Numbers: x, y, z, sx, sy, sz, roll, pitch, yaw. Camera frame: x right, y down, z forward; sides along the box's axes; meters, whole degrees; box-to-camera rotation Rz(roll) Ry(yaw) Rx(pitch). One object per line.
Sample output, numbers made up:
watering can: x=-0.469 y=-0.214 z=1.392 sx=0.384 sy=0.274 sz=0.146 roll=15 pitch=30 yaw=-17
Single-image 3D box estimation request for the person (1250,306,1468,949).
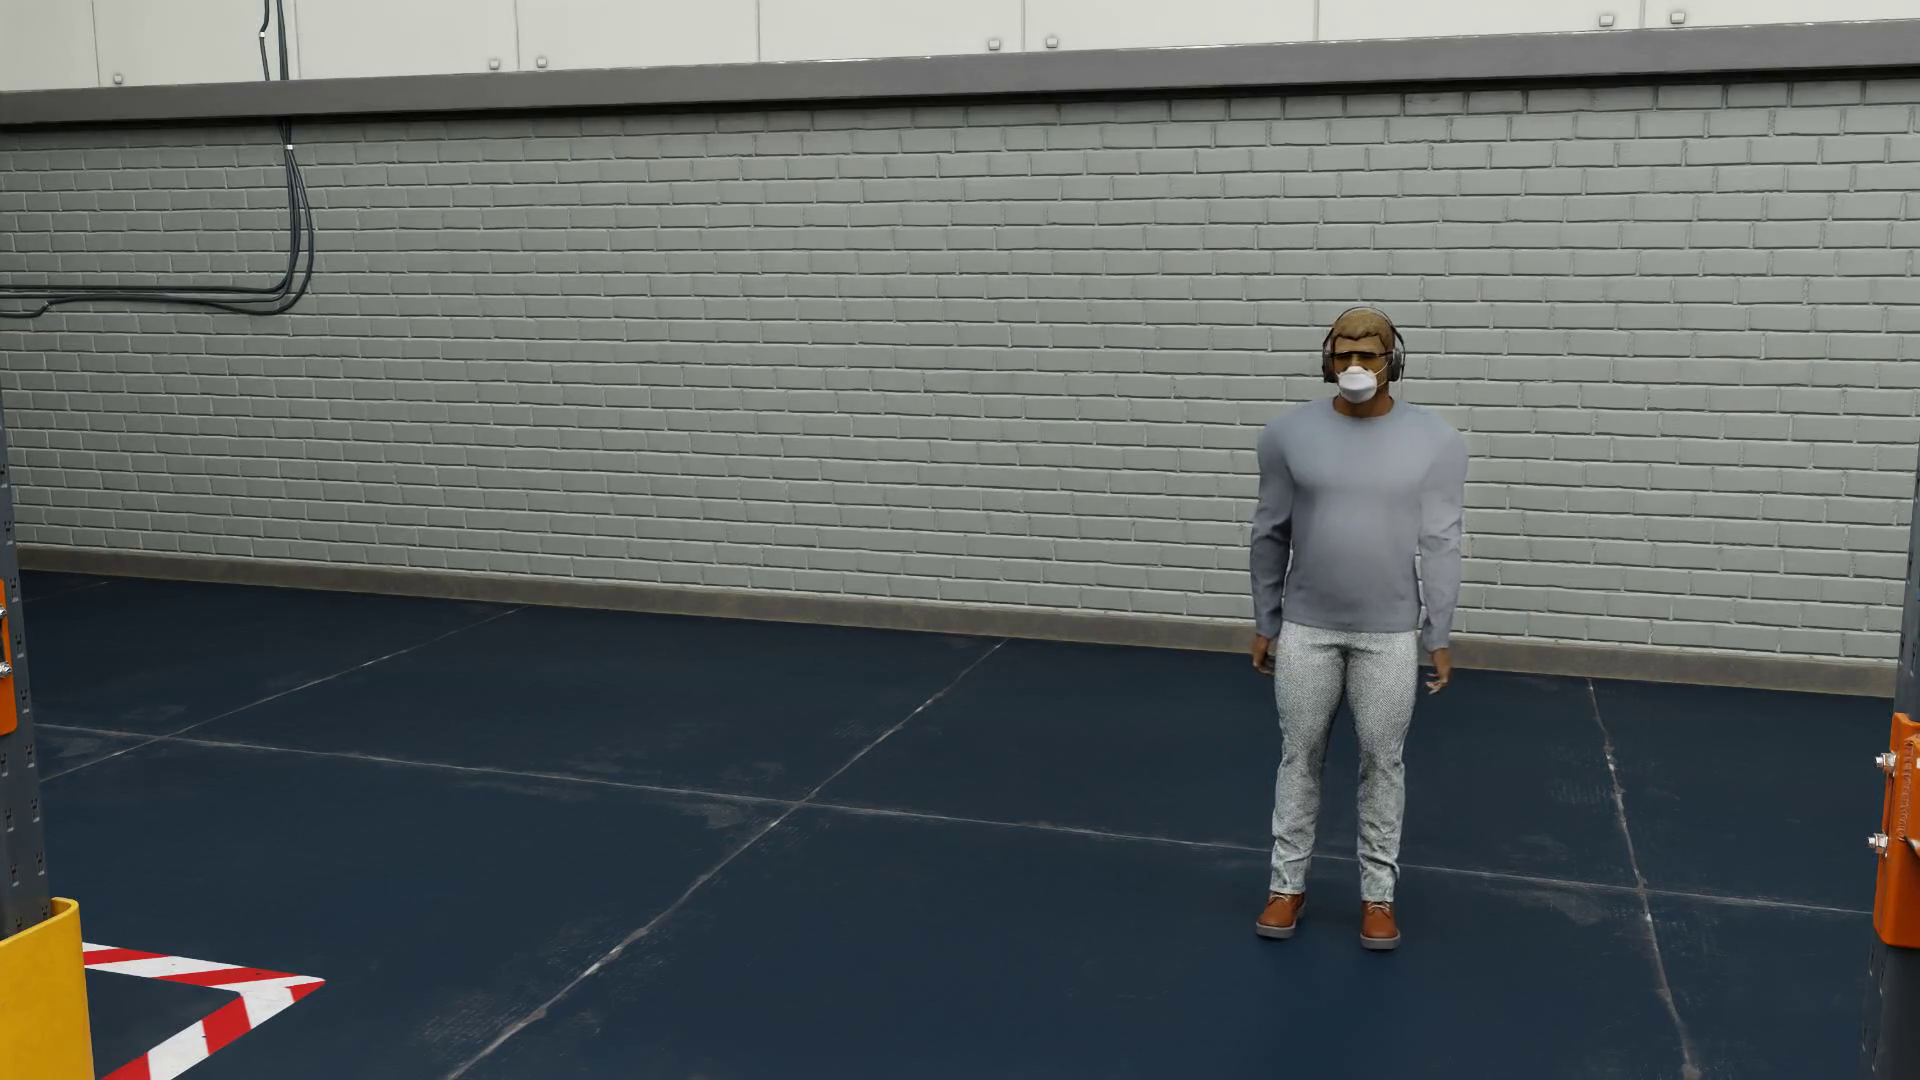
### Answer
person: x=1.184 y=0.270 z=5.036 sx=0.627 sy=1.941 sz=0.373 roll=3 pitch=10 yaw=18
